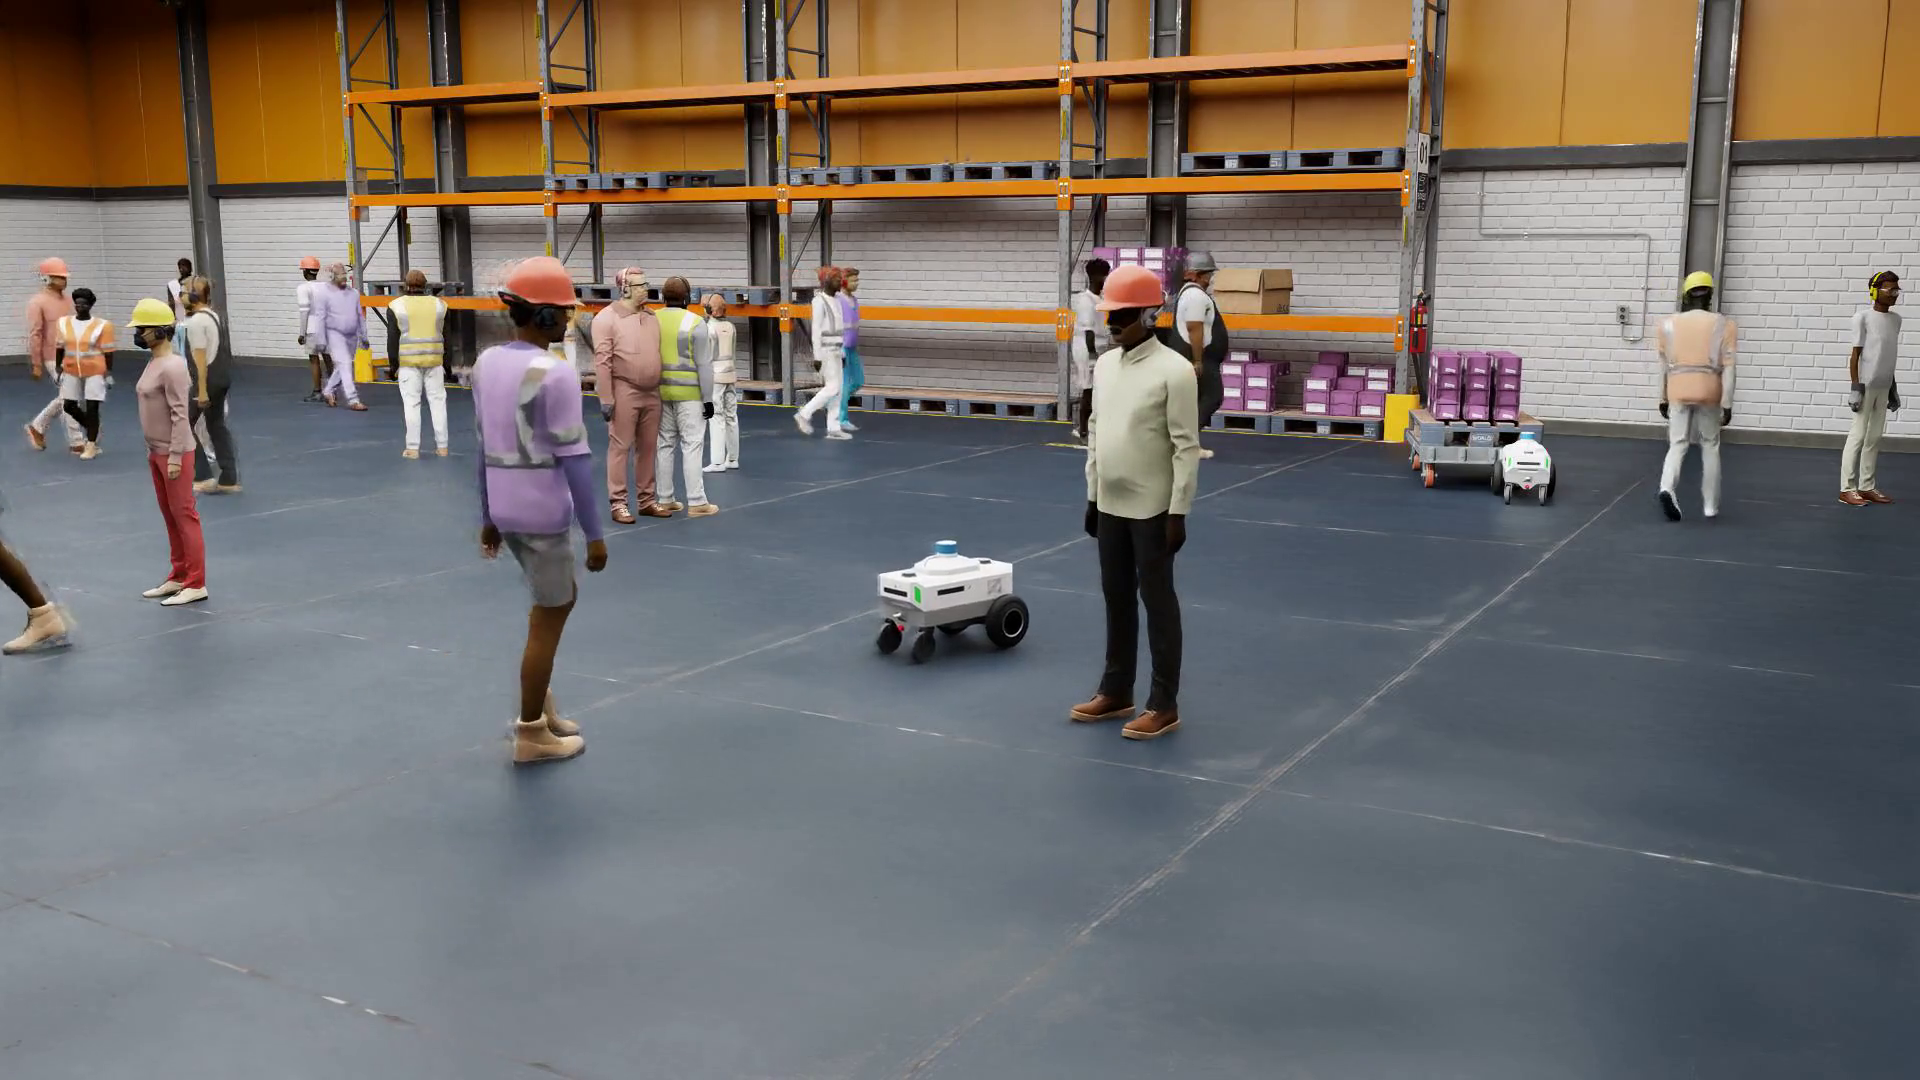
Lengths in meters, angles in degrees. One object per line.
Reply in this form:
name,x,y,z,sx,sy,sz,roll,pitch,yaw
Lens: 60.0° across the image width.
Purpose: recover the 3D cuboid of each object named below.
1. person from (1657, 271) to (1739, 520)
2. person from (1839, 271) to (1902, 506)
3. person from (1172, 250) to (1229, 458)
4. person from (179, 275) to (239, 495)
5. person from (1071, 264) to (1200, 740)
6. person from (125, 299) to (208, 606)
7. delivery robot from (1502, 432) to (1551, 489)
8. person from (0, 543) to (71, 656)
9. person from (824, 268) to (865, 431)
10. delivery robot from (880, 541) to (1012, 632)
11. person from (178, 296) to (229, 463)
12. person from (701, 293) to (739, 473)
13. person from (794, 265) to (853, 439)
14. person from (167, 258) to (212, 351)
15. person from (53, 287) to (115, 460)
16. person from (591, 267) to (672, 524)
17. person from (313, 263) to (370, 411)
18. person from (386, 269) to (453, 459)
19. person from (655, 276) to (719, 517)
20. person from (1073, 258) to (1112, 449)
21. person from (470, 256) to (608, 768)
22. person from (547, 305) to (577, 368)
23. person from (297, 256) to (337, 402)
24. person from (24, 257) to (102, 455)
person,5.536,-1.081,12.570,0.589,1.885,0.726,6,12,31
person,7.336,-1.210,13.332,0.513,1.872,0.328,-4,11,-24
person,2.324,-1.783,16.091,0.535,2.000,0.703,0,10,-2
person,-6.296,-1.261,13.738,0.569,1.823,0.535,-1,10,-5
person,0.729,-0.158,7.027,0.402,1.990,0.622,-7,12,-35
person,-4.604,-0.506,9.639,0.311,1.768,0.522,-8,13,-40
delivery robot,4.608,-0.636,13.538,0.477,0.478,0.707,3,10,15
person,-4.975,-0.345,8.148,1.068,1.982,0.616,-9,13,-40
person,-1.306,-2.135,18.688,0.442,1.832,0.580,4,11,21
delivery robot,-0.067,0.248,8.532,0.707,0.478,0.477,-9,14,-42
person,-7.238,-1.534,15.875,0.375,1.626,0.522,1,10,6
person,-2.220,-1.432,15.237,0.314,1.641,0.515,5,11,28
person,-1.445,-1.991,17.782,0.505,1.868,0.583,3,10,17
person,-11.469,-3.254,24.827,0.619,1.899,0.492,-3,10,-16
person,-8.489,-1.619,16.175,0.584,1.670,0.502,-1,10,-5
person,-2.441,-1.087,12.522,0.409,1.909,0.652,8,13,37
person,-7.872,-2.584,21.122,0.943,1.870,0.653,6,12,30
person,-5.290,-1.719,16.295,0.633,1.841,0.429,-6,12,-32
person,-2.139,-1.096,12.764,0.634,1.842,0.429,5,11,27
person,1.366,-1.884,16.937,0.422,1.952,0.602,3,10,17
person,-1.631,-0.106,6.636,0.631,2.020,0.540,10,14,44
person,-3.760,-1.527,14.993,0.565,1.912,0.660,9,14,43
person,-8.581,-2.799,22.133,0.364,1.939,0.542,5,11,28
person,-9.007,-1.825,16.555,0.859,1.962,0.614,2,10,10
